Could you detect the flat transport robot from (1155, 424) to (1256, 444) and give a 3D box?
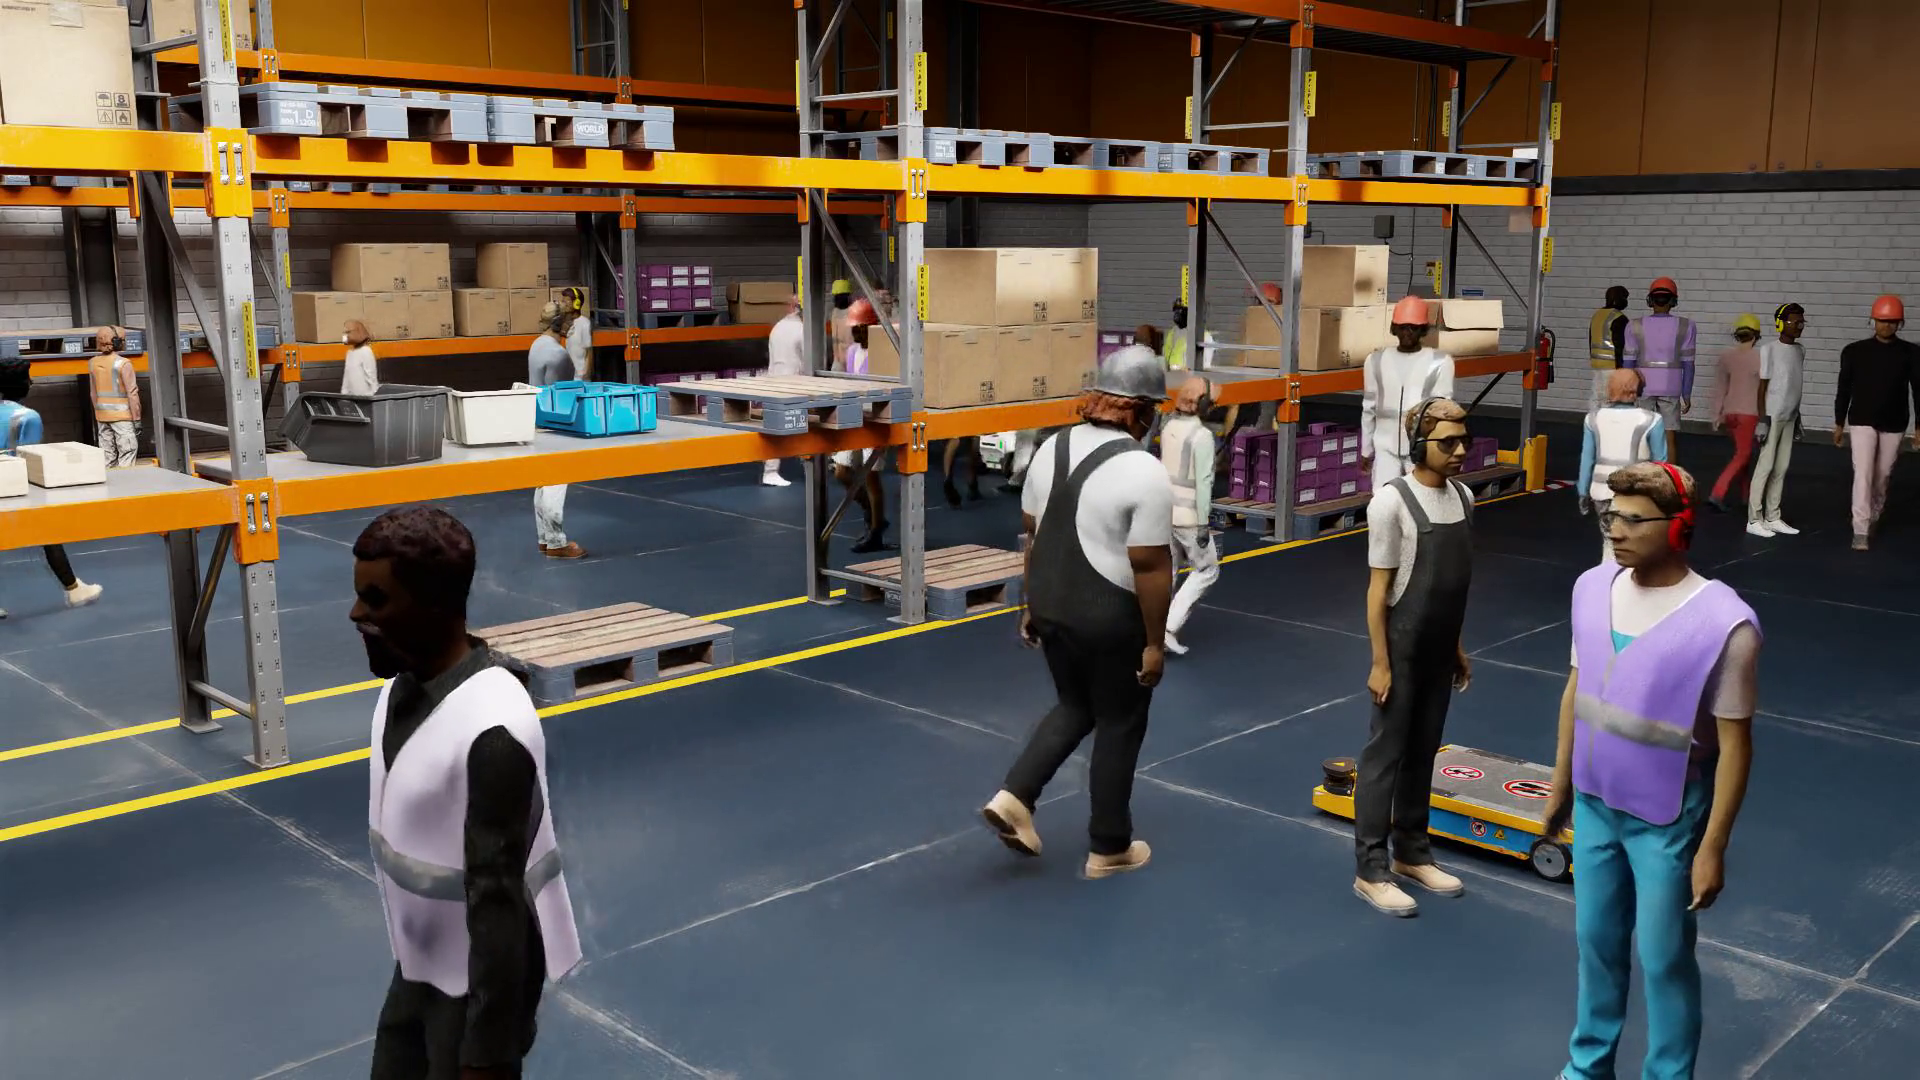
[{"bbox_3d":[2.933,-1.176,18.884,0.652,0.197,1.431,-10,15,-44],"label":"flat transport robot"}]

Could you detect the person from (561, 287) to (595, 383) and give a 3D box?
[{"bbox_3d":[-3.978,-1.694,17.355,0.310,1.868,0.532,-7,13,-35],"label":"person"}]

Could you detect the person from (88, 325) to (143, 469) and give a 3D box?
[{"bbox_3d":[-7.254,-1.024,14.323,0.514,1.641,0.309,4,11,22],"label":"person"}]

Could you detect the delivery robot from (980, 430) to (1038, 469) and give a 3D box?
[{"bbox_3d":[0.529,-0.961,16.683,0.477,0.478,0.707,10,14,43],"label":"delivery robot"}]

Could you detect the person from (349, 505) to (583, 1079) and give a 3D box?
[{"bbox_3d":[-0.975,0.865,3.317,0.461,1.904,0.591,-8,13,-36],"label":"person"}]

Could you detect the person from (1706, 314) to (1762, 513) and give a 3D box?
[{"bbox_3d":[6.826,-1.101,14.518,0.844,1.724,0.518,-4,11,-23],"label":"person"}]

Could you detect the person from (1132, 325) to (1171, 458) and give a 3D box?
[{"bbox_3d":[1.666,-1.115,14.886,0.369,1.621,0.506,-8,13,-37],"label":"person"}]

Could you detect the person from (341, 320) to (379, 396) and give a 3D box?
[{"bbox_3d":[-5.872,-1.327,16.095,0.849,1.585,0.520,-9,13,-39],"label":"person"}]

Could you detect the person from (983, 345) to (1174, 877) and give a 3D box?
[{"bbox_3d":[0.498,0.268,6.184,0.670,2.000,0.718,-8,13,-37],"label":"person"}]

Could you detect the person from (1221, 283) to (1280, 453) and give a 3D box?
[{"bbox_3d":[3.329,-1.863,18.247,1.013,1.871,0.588,0,10,2],"label":"person"}]

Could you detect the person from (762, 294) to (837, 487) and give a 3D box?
[{"bbox_3d":[-1.556,-1.453,16.121,0.994,1.841,0.648,-7,12,-33],"label":"person"}]

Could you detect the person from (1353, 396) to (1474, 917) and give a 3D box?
[{"bbox_3d":[1.649,0.405,5.967,0.506,1.846,0.349,-8,13,-36],"label":"person"}]

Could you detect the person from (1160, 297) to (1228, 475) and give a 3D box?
[{"bbox_3d":[2.258,-1.478,16.324,0.803,1.820,0.630,-7,12,-33],"label":"person"}]

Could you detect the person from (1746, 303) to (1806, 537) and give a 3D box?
[{"bbox_3d":[6.591,-0.960,13.348,0.531,1.870,0.317,-6,12,-28],"label":"person"}]

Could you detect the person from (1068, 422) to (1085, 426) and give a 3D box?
[{"bbox_3d":[1.248,-1.987,18.679,0.517,1.973,0.612,-8,13,-36],"label":"person"}]

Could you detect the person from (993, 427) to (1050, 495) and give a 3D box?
[{"bbox_3d":[0.754,-1.309,15.470,0.865,1.797,0.591,-4,11,-20],"label":"person"}]

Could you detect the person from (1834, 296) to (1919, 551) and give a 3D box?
[{"bbox_3d":[7.204,-0.936,13.026,0.631,1.954,1.001,5,11,24],"label":"person"}]

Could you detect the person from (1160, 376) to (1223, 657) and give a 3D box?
[{"bbox_3d":[1.268,-0.116,9.397,0.367,1.624,0.571,-5,11,-24],"label":"person"}]

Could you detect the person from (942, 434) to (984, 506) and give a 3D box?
[{"bbox_3d":[0.021,-1.236,14.844,0.612,1.881,0.877,2,11,9],"label":"person"}]

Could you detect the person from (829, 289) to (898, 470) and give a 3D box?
[{"bbox_3d":[-0.886,-1.642,17.102,0.983,1.864,0.662,-1,10,-4],"label":"person"}]

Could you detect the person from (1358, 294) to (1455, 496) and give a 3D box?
[{"bbox_3d":[3.005,-0.641,11.207,0.623,2.020,0.857,5,12,26],"label":"person"}]

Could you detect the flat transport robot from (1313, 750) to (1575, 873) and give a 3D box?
[{"bbox_3d":[2.201,1.069,6.644,0.652,0.197,1.431,-10,14,-44],"label":"flat transport robot"}]

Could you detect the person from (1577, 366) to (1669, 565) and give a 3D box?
[{"bbox_3d":[4.102,-0.280,10.380,0.849,1.598,0.516,-9,14,-41],"label":"person"}]

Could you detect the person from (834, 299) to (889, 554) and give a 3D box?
[{"bbox_3d":[-0.719,-0.849,12.567,0.396,1.926,0.555,-9,14,-40],"label":"person"}]

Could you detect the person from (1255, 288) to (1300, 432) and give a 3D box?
[{"bbox_3d":[3.368,-1.637,17.064,0.792,1.853,0.615,2,11,11],"label":"person"}]

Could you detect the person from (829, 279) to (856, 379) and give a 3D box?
[{"bbox_3d":[-1.414,-2.216,20.173,0.610,1.870,0.978,10,14,43],"label":"person"}]

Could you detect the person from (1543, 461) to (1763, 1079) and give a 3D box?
[{"bbox_3d":[1.779,0.707,4.322,0.372,1.843,0.571,-5,11,-23],"label":"person"}]

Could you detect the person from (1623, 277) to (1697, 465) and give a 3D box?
[{"bbox_3d":[6.255,-1.334,14.941,0.605,2.034,0.389,4,11,21],"label":"person"}]

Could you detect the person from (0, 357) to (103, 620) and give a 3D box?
[{"bbox_3d":[-5.939,-0.331,10.513,0.541,1.647,0.865,3,11,18],"label":"person"}]

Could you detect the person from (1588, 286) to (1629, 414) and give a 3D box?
[{"bbox_3d":[7.350,-1.945,18.792,0.429,1.843,0.627,-1,10,-7],"label":"person"}]

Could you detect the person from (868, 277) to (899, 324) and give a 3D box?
[{"bbox_3d":[-1.005,-2.303,20.634,0.953,1.876,0.644,-4,11,-19],"label":"person"}]

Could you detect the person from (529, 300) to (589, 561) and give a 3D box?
[{"bbox_3d":[-3.016,-0.815,12.391,0.365,1.932,0.628,-5,11,-25],"label":"person"}]
